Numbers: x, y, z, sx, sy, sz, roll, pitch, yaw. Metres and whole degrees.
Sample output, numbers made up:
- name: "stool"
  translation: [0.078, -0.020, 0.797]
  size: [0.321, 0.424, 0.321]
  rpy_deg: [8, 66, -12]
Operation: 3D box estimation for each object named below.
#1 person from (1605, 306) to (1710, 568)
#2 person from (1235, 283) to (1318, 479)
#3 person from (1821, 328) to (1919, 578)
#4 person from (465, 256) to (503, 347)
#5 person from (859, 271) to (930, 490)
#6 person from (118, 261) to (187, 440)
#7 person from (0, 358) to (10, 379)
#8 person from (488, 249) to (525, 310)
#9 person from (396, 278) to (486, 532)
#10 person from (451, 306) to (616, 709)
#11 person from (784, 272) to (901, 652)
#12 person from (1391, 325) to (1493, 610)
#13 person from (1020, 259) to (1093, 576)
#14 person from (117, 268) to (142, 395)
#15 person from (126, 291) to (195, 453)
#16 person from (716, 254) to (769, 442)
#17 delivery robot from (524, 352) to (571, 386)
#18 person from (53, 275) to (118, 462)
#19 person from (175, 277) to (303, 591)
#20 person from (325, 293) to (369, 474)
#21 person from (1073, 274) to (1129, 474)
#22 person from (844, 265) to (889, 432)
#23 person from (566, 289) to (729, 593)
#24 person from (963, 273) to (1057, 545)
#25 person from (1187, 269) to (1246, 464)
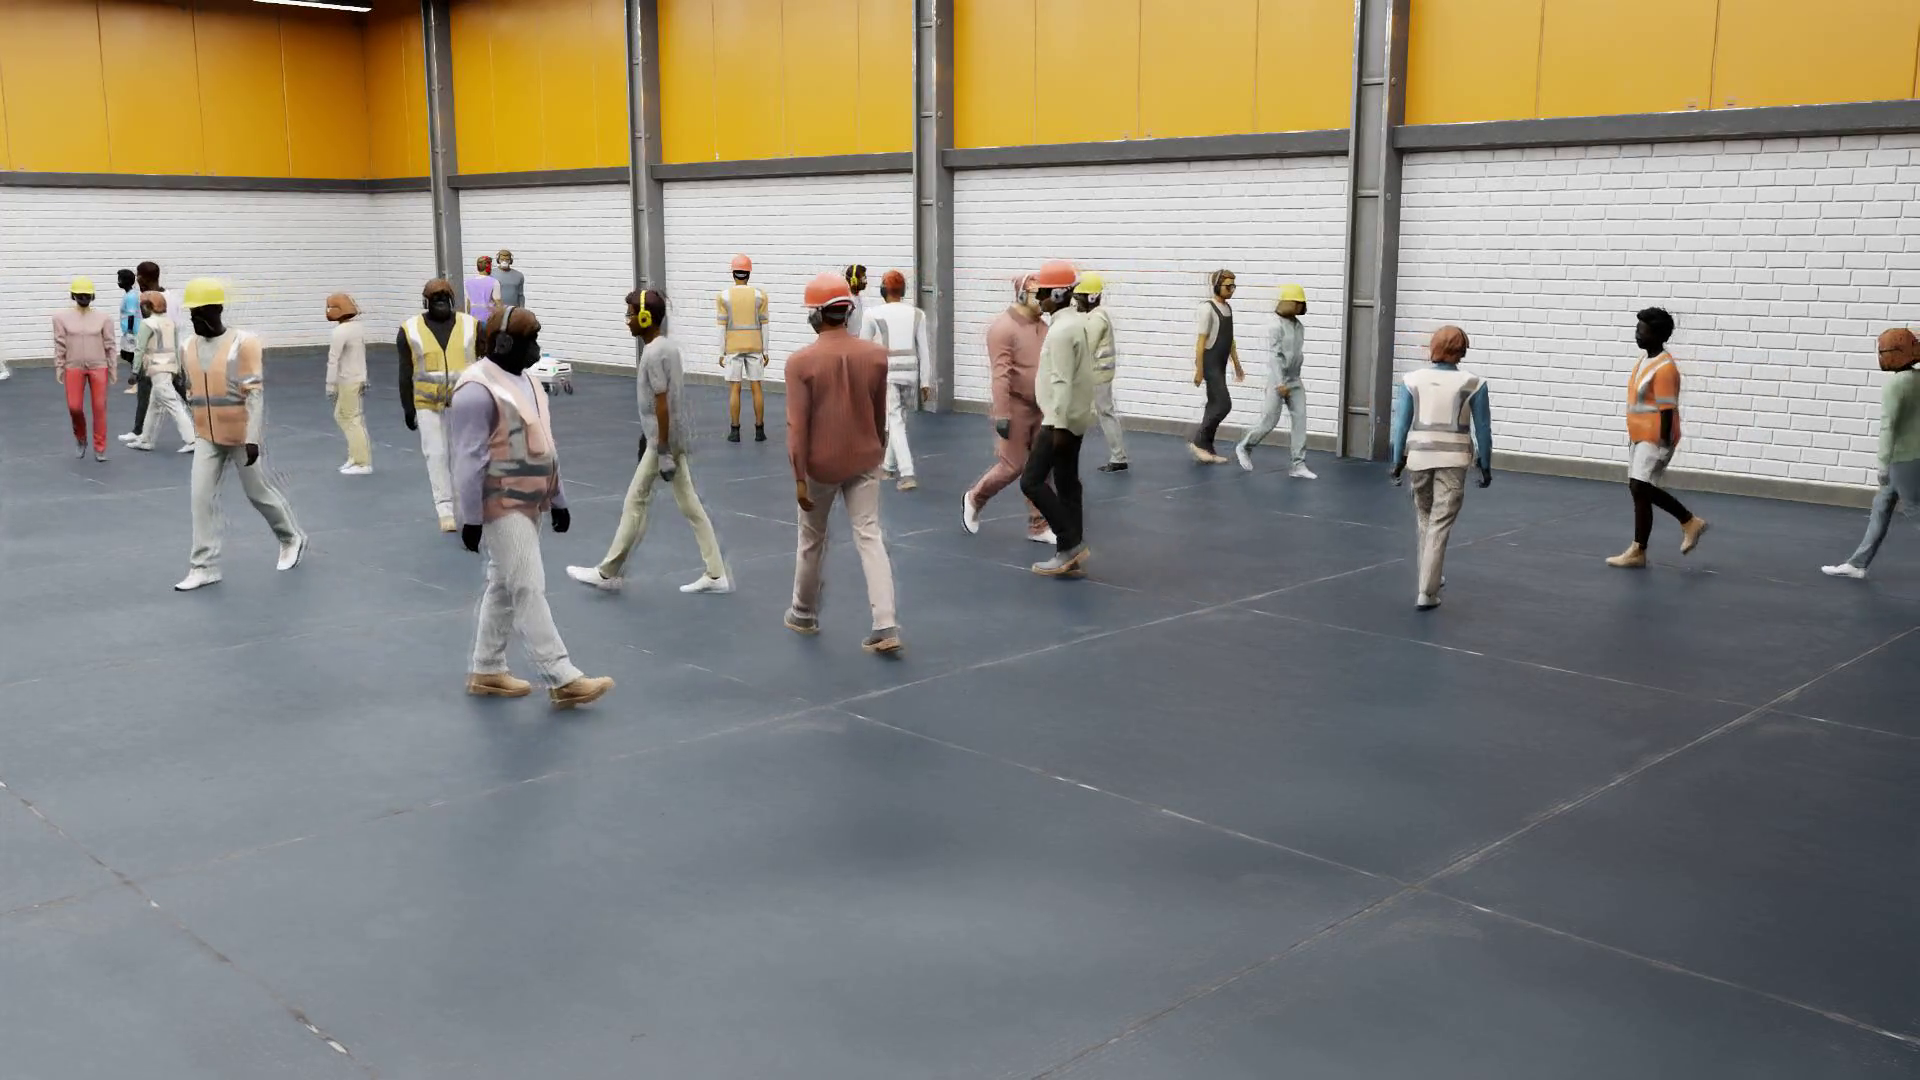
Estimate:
- name: "person"
  translation: [4.506, -0.648, 10.617]
  size: [0.583, 1.684, 0.543]
  rpy_deg: [1, 10, 8]
- name: "person"
  translation: [2.830, -1.416, 14.760]
  size: [0.485, 1.715, 0.752]
  rpy_deg: [-8, 13, -37]
- name: "person"
  translation: [5.765, -0.490, 10.067]
  size: [0.555, 1.584, 0.839]
  rpy_deg: [-10, 14, -43]
- name: "person"
  translation: [-6.564, -2.998, 23.022]
  size: [0.570, 1.845, 0.383]
  rpy_deg: [4, 11, 22]
- name: "person"
  translation: [-0.559, -1.358, 14.133]
  size: [0.580, 1.840, 0.973]
  rpy_deg: [-6, 12, -29]
- name: "person"
  translation: [-8.265, -1.961, 17.309]
  size: [0.996, 1.876, 0.604]
  rpy_deg: [1, 10, 4]
- name: "person"
  translation: [-14.503, -3.120, 24.430]
  size: [0.500, 1.582, 0.897]
  rpy_deg: [8, 13, 37]
- name: "person"
  translation: [-6.587, -3.247, 24.142]
  size: [0.627, 1.936, 0.376]
  rpy_deg: [-9, 14, -40]
- name: "person"
  translation: [-3.745, -0.987, 12.102]
  size: [0.645, 1.829, 0.536]
  rpy_deg: [-4, 11, -21]
- name: "person"
  translation: [-1.936, -0.146, 7.557]
  size: [0.782, 1.808, 0.655]
  rpy_deg: [2, 11, 9]
- name: "person"
  translation: [-0.621, -0.406, 8.616]
  size: [0.610, 1.952, 1.017]
  rpy_deg: [-5, 12, -26]
- name: "person"
  translation: [2.821, -0.432, 9.640]
  size: [0.540, 1.605, 0.757]
  rpy_deg: [8, 13, 37]
- name: "person"
  translation: [0.603, -0.738, 10.326]
  size: [0.442, 1.978, 0.654]
  rpy_deg: [2, 11, 12]
- name: "person"
  translation: [-11.118, -2.791, 22.311]
  size: [0.363, 1.684, 0.553]
  rpy_deg: [-5, 12, -27]
- name: "person"
  translation: [-7.847, -1.641, 16.313]
  size: [0.864, 1.596, 0.513]
  rpy_deg: [1, 10, 4]
- name: "person"
  translation: [-2.243, -1.979, 17.217]
  size: [0.542, 1.938, 0.357]
  rpy_deg: [-2, 11, -12]
- name: "delivery robot"
  translation: [-5.572, -2.282, 22.385]
  size: [0.707, 0.478, 0.477]
  rpy_deg: [7, 13, 34]
- name: "person"
  translation: [-8.209, -1.603, 15.648]
  size: [0.538, 1.749, 0.366]
  rpy_deg: [-6, 12, -29]
- name: "person"
  translation: [-4.498, -0.681, 10.291]
  size: [0.597, 1.890, 0.938]
  rpy_deg: [2, 11, 13]
- name: "person"
  translation: [-5.502, -1.384, 14.817]
  size: [0.452, 1.615, 0.531]
  rpy_deg: [0, 10, 3]
- name: "person"
  translation: [1.088, -1.466, 14.819]
  size: [0.930, 1.780, 0.590]
  rpy_deg: [-1, 10, -4]
- name: "person"
  translation: [-1.179, -2.076, 18.095]
  size: [0.995, 1.821, 0.536]
  rpy_deg: [1, 10, 4]
- name: "person"
  translation: [-1.836, -0.568, 9.860]
  size: [0.983, 1.813, 0.540]
  rpy_deg: [1, 10, 7]
- name: "person"
  translation: [0.396, -0.905, 11.514]
  size: [0.733, 1.881, 0.652]
  rpy_deg: [9, 14, 42]
- name: "person"
  translation: [2.412, -1.597, 15.458]
  size: [0.444, 1.825, 0.500]
  rpy_deg: [6, 12, 28]
